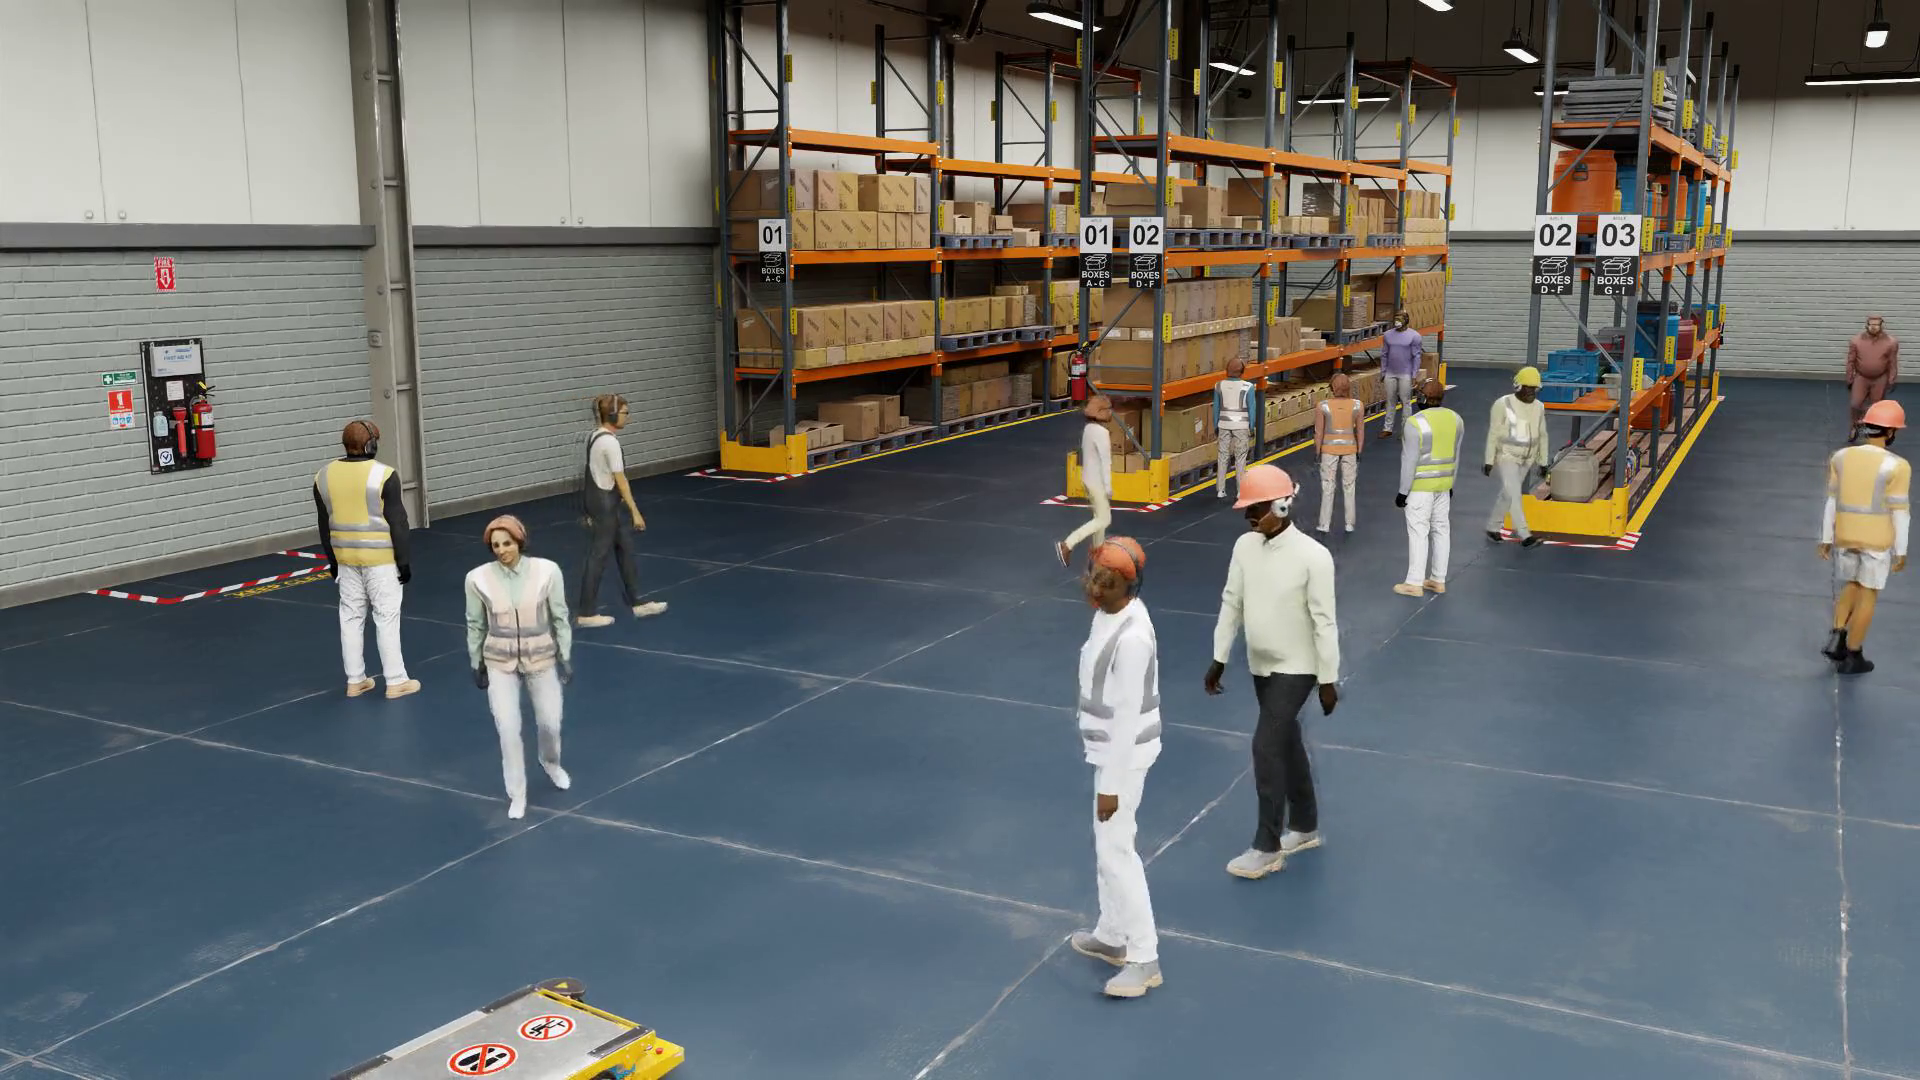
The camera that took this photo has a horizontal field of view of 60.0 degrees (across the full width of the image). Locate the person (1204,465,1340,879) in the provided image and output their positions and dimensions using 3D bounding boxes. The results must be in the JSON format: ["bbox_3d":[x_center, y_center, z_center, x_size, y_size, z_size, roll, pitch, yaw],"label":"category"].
[{"bbox_3d":[1.469,0.616,7.973,0.853,1.944,0.623,-6,12,-30],"label":"person"}]

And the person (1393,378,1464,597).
[{"bbox_3d":[3.932,-0.445,14.055,0.620,1.845,0.429,-6,12,-29],"label":"person"}]

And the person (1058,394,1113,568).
[{"bbox_3d":[1.185,-0.506,14.987,0.574,1.616,0.514,-2,11,-12],"label":"person"}]

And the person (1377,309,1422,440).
[{"bbox_3d":[6.543,-2.459,24.775,0.627,1.940,0.372,9,14,40],"label":"person"}]

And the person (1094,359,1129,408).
[{"bbox_3d":[2.014,-1.870,22.153,0.539,1.715,0.914,5,11,23],"label":"person"}]

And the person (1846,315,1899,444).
[{"bbox_3d":[13.263,-2.327,24.205,0.664,1.891,0.469,6,12,29],"label":"person"}]

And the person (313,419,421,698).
[{"bbox_3d":[-3.883,0.128,10.934,0.622,1.844,0.429,2,11,12],"label":"person"}]

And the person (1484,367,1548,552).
[{"bbox_3d":[5.429,-0.784,16.088,0.603,1.768,0.960,-4,11,-22],"label":"person"}]

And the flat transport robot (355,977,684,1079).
[{"bbox_3d":[-1.675,1.885,5.640,0.652,0.197,1.431,7,13,34],"label":"flat transport robot"}]

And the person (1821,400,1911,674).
[{"bbox_3d":[6.288,-0.016,11.511,0.418,1.913,0.571,-6,12,-29],"label":"person"}]

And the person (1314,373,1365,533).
[{"bbox_3d":[3.864,-0.879,16.967,0.514,1.645,0.307,0,10,1],"label":"person"}]

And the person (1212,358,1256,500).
[{"bbox_3d":[3.152,-1.273,19.133,0.522,1.637,0.306,6,12,30],"label":"person"}]

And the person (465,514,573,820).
[{"bbox_3d":[-2.316,0.637,8.773,0.535,1.613,0.541,-2,11,-13],"label":"person"}]

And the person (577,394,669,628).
[{"bbox_3d":[-2.624,-0.225,12.940,0.866,1.807,0.513,-4,11,-20],"label":"person"}]

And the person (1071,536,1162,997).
[{"bbox_3d":[0.652,0.891,6.746,0.353,1.858,0.683,0,10,1],"label":"person"}]
